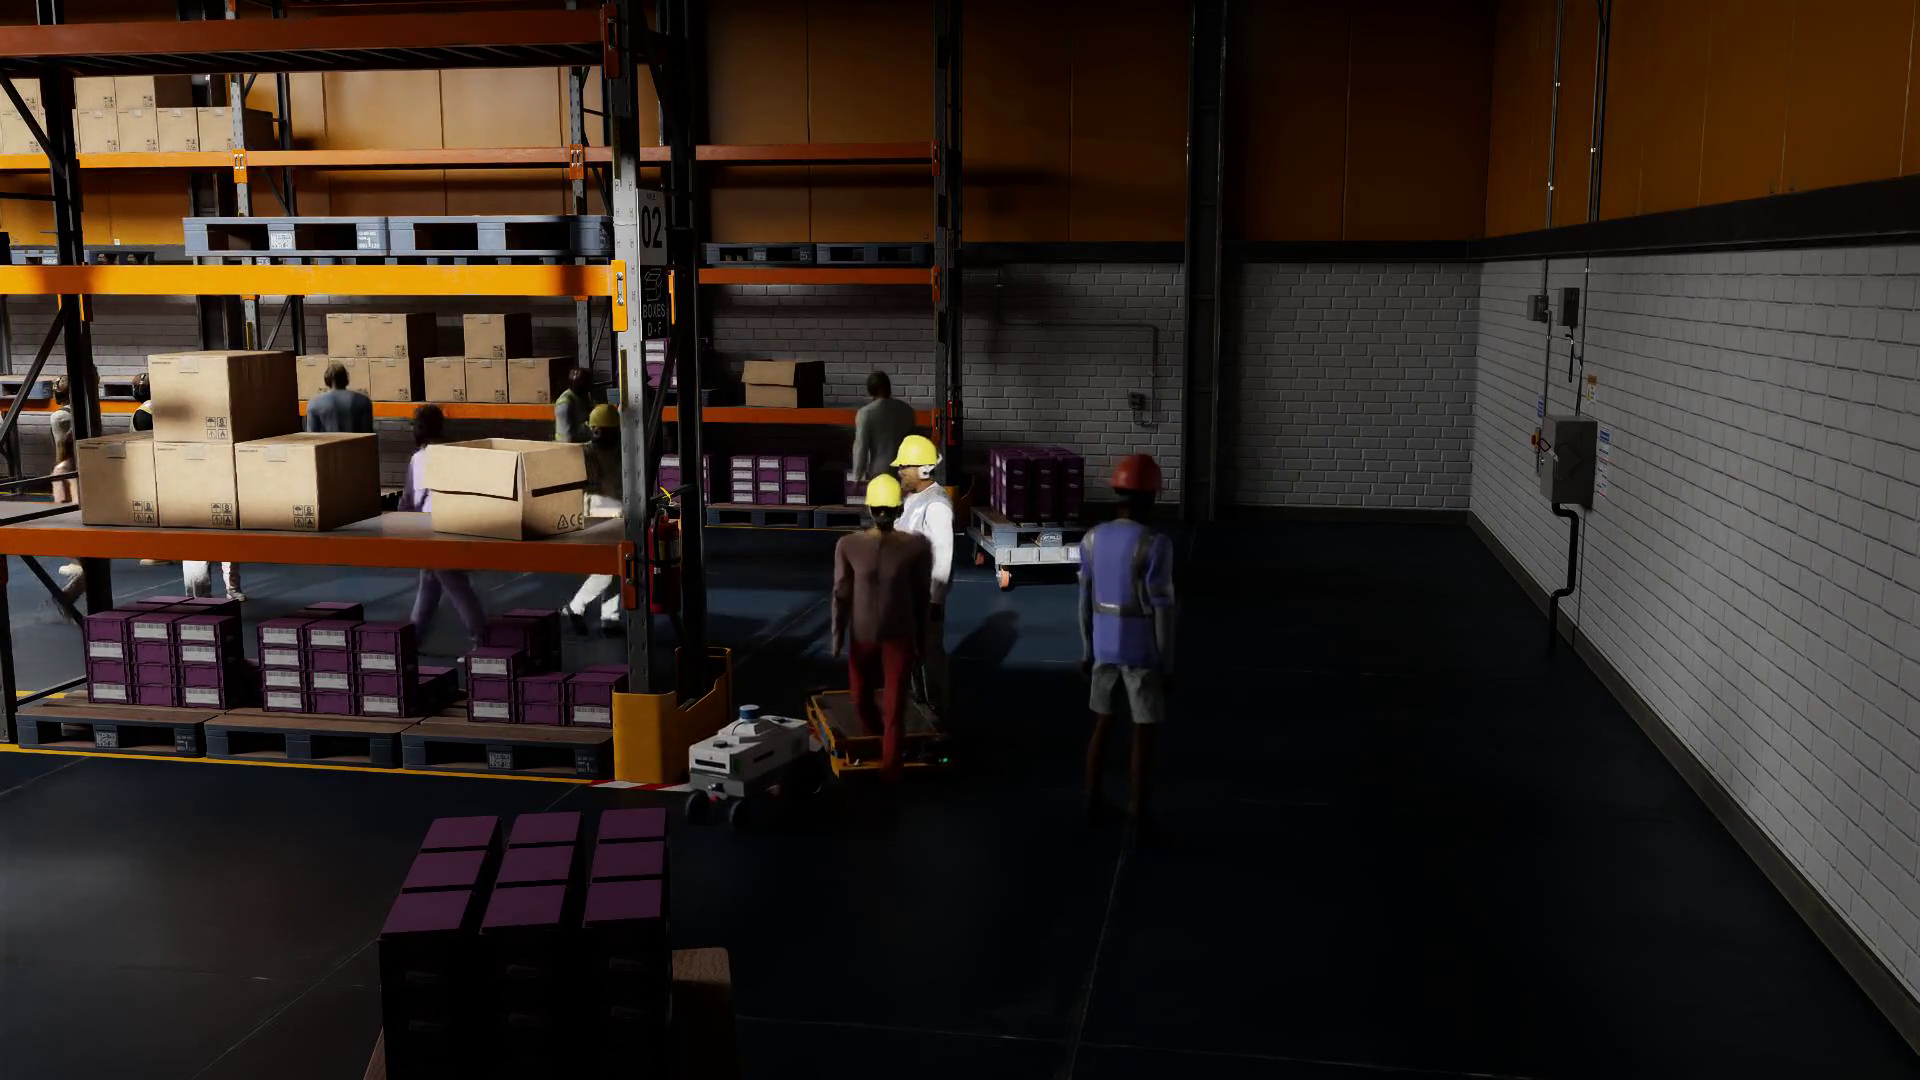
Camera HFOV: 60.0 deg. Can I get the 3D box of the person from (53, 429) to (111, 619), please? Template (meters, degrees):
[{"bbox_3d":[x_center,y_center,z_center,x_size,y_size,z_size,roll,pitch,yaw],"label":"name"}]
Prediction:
[{"bbox_3d":[-6.863,-0.093,12.974,0.676,1.620,0.546,3,10,16],"label":"person"}]

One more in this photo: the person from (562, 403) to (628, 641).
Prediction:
[{"bbox_3d":[-2.711,-0.127,12.556,0.456,1.815,0.612,4,10,21],"label":"person"}]

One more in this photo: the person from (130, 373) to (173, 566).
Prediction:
[{"bbox_3d":[-7.696,-0.673,15.880,0.429,1.842,0.632,-1,9,-5],"label":"person"}]

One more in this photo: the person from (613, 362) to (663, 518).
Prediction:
[{"bbox_3d":[-3.153,-0.809,16.105,0.535,2.000,0.686,1,9,4],"label":"person"}]

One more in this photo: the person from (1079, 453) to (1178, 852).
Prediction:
[{"bbox_3d":[0.839,0.532,8.149,0.549,1.935,0.377,9,13,44],"label":"person"}]

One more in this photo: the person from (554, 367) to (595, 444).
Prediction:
[{"bbox_3d":[-3.894,-0.895,17.351,0.866,1.803,0.654,2,9,14],"label":"person"}]

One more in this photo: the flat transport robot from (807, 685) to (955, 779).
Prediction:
[{"bbox_3d":[-0.491,1.095,9.765,0.652,0.197,1.431,-2,9,-12],"label":"flat transport robot"}]

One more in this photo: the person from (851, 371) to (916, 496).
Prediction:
[{"bbox_3d":[-0.735,-0.608,15.338,0.648,1.895,0.778,-8,12,-41],"label":"person"}]

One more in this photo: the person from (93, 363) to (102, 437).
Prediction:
[{"bbox_3d":[-8.653,-0.822,16.507,0.374,1.936,0.642,-7,12,-38],"label":"person"}]

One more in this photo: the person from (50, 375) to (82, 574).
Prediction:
[{"bbox_3d":[-8.220,-0.605,15.444,0.327,1.843,0.516,1,9,9],"label":"person"}]

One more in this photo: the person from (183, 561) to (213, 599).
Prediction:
[{"bbox_3d":[-6.152,-0.302,13.448,0.355,1.882,0.576,-7,11,-36],"label":"person"}]

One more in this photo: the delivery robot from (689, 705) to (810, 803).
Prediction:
[{"bbox_3d":[-1.083,1.096,8.592,0.477,0.478,0.707,5,10,27],"label":"delivery robot"}]

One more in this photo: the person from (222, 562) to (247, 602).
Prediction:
[{"bbox_3d":[-6.290,-0.443,13.974,0.623,1.992,0.392,-6,11,-35],"label":"person"}]

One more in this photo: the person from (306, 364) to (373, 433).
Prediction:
[{"bbox_3d":[-6.207,-0.822,16.709,0.639,1.885,1.052,-5,11,-29],"label":"person"}]

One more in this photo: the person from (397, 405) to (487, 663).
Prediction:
[{"bbox_3d":[-3.750,-0.036,11.904,0.989,1.853,0.646,1,9,6],"label":"person"}]

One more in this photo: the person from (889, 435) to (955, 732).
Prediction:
[{"bbox_3d":[-0.240,0.282,9.989,0.404,1.827,0.603,-3,10,-18],"label":"person"}]

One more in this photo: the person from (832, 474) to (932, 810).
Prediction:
[{"bbox_3d":[-0.408,0.497,8.899,0.528,1.743,0.738,1,9,4],"label":"person"}]
